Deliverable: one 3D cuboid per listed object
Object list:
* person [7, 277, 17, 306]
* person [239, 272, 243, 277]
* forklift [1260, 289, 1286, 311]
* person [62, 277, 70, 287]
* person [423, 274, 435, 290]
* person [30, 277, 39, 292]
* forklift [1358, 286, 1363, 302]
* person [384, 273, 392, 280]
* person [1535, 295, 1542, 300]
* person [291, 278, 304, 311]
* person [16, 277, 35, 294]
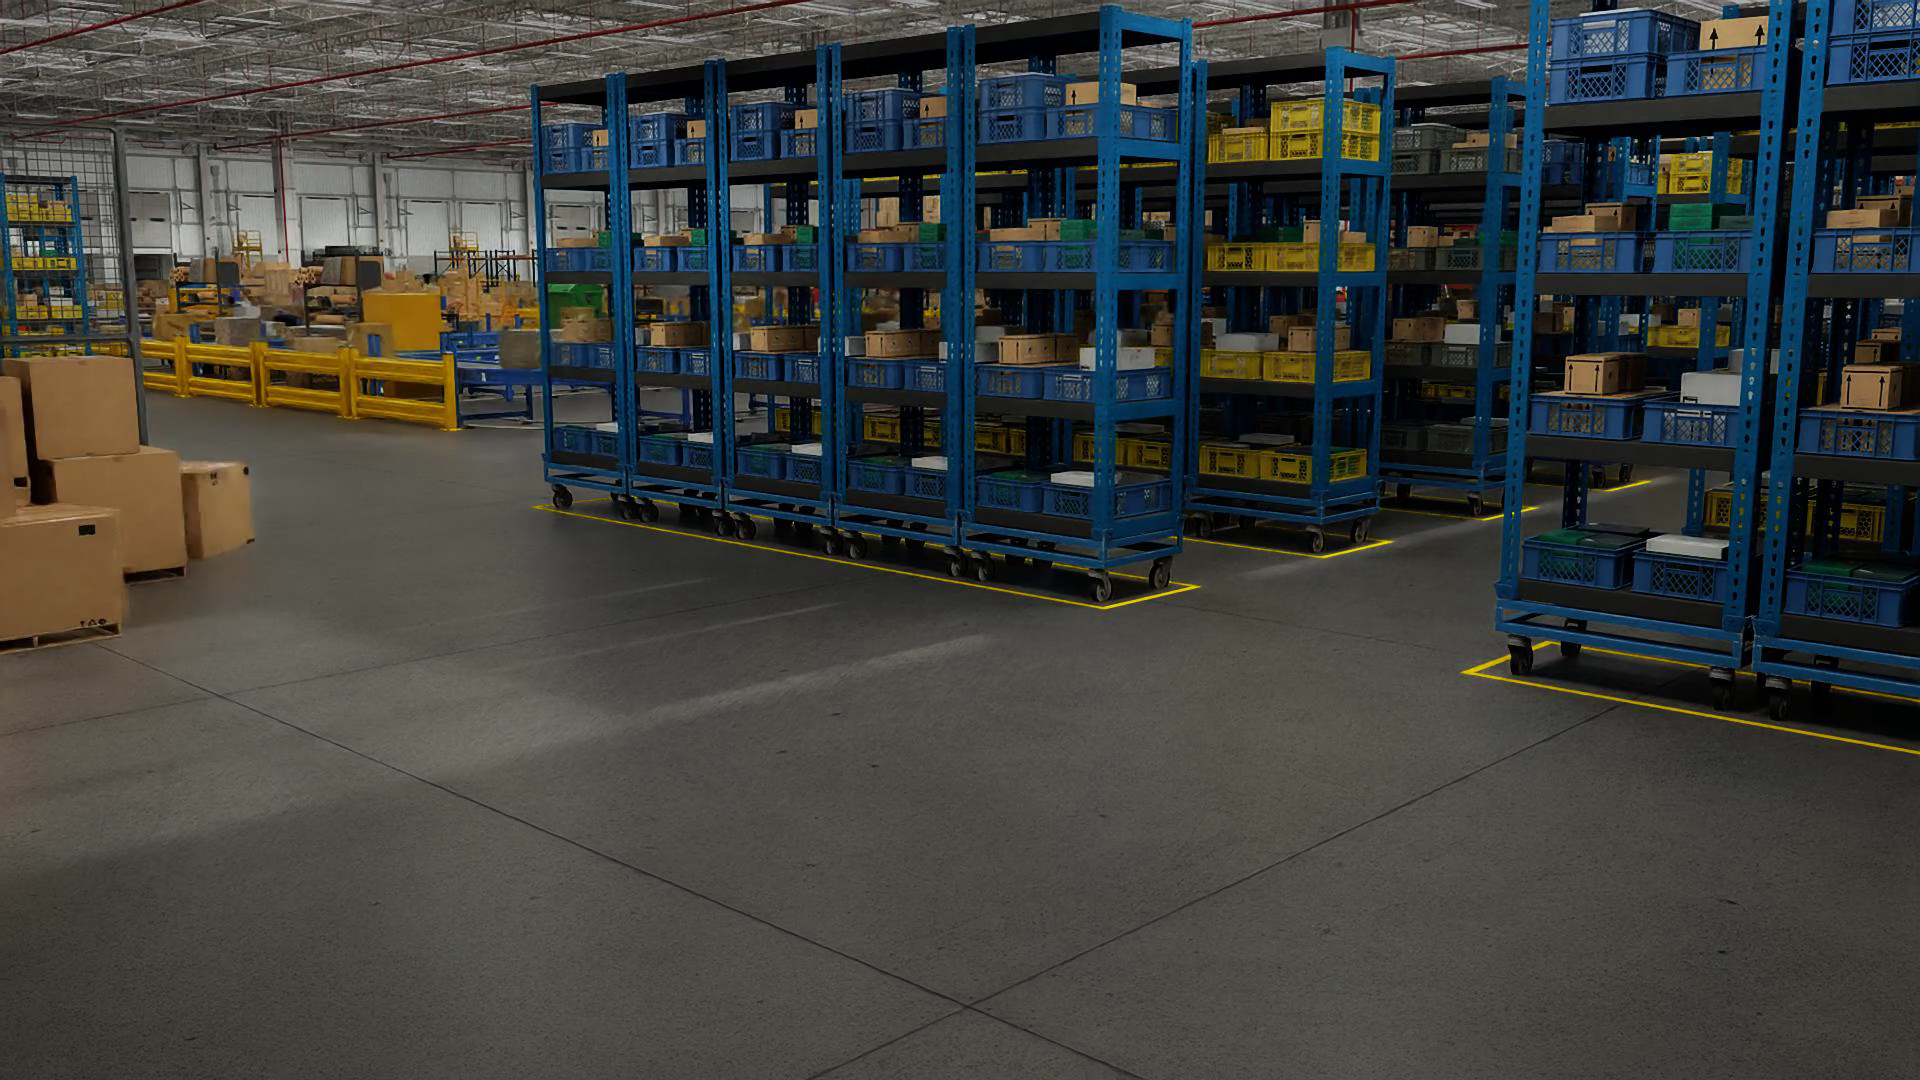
[{"bbox_3d":[-44.485,-11.600,78.097,0.826,1.894,0.585,-5,11,-29],"label":"person"},{"bbox_3d":[-37.181,-12.946,86.204,0.552,1.935,0.365,8,12,41],"label":"person"},{"bbox_3d":[10.400,-8.258,54.576,1.129,2.768,1.873,9,13,43],"label":"forklift"},{"bbox_3d":[-44.783,-12.473,83.191,0.648,1.968,0.504,2,9,9],"label":"person"},{"bbox_3d":[-18.158,-8.187,57.079,0.987,1.932,0.599,-9,13,-43],"label":"person"},{"bbox_3d":[-29.959,-7.632,53.837,0.513,1.870,0.328,3,10,19],"label":"person"},{"bbox_3d":[11.100,-7.017,46.970,1.873,2.768,1.129,9,13,43],"label":"forklift"},{"bbox_3d":[-19.147,-7.952,55.679,0.570,1.908,0.773,8,12,42],"label":"person"},{"bbox_3d":[15.388,-6.146,44.882,0.589,1.821,0.404,1,9,6],"label":"person"},{"bbox_3d":[-23.952,-8.636,60.307,0.522,1.768,0.312,-1,9,-9],"label":"person"},{"bbox_3d":[-29.776,-7.543,53.074,0.548,1.936,0.378,-8,12,-42],"label":"person"}]
